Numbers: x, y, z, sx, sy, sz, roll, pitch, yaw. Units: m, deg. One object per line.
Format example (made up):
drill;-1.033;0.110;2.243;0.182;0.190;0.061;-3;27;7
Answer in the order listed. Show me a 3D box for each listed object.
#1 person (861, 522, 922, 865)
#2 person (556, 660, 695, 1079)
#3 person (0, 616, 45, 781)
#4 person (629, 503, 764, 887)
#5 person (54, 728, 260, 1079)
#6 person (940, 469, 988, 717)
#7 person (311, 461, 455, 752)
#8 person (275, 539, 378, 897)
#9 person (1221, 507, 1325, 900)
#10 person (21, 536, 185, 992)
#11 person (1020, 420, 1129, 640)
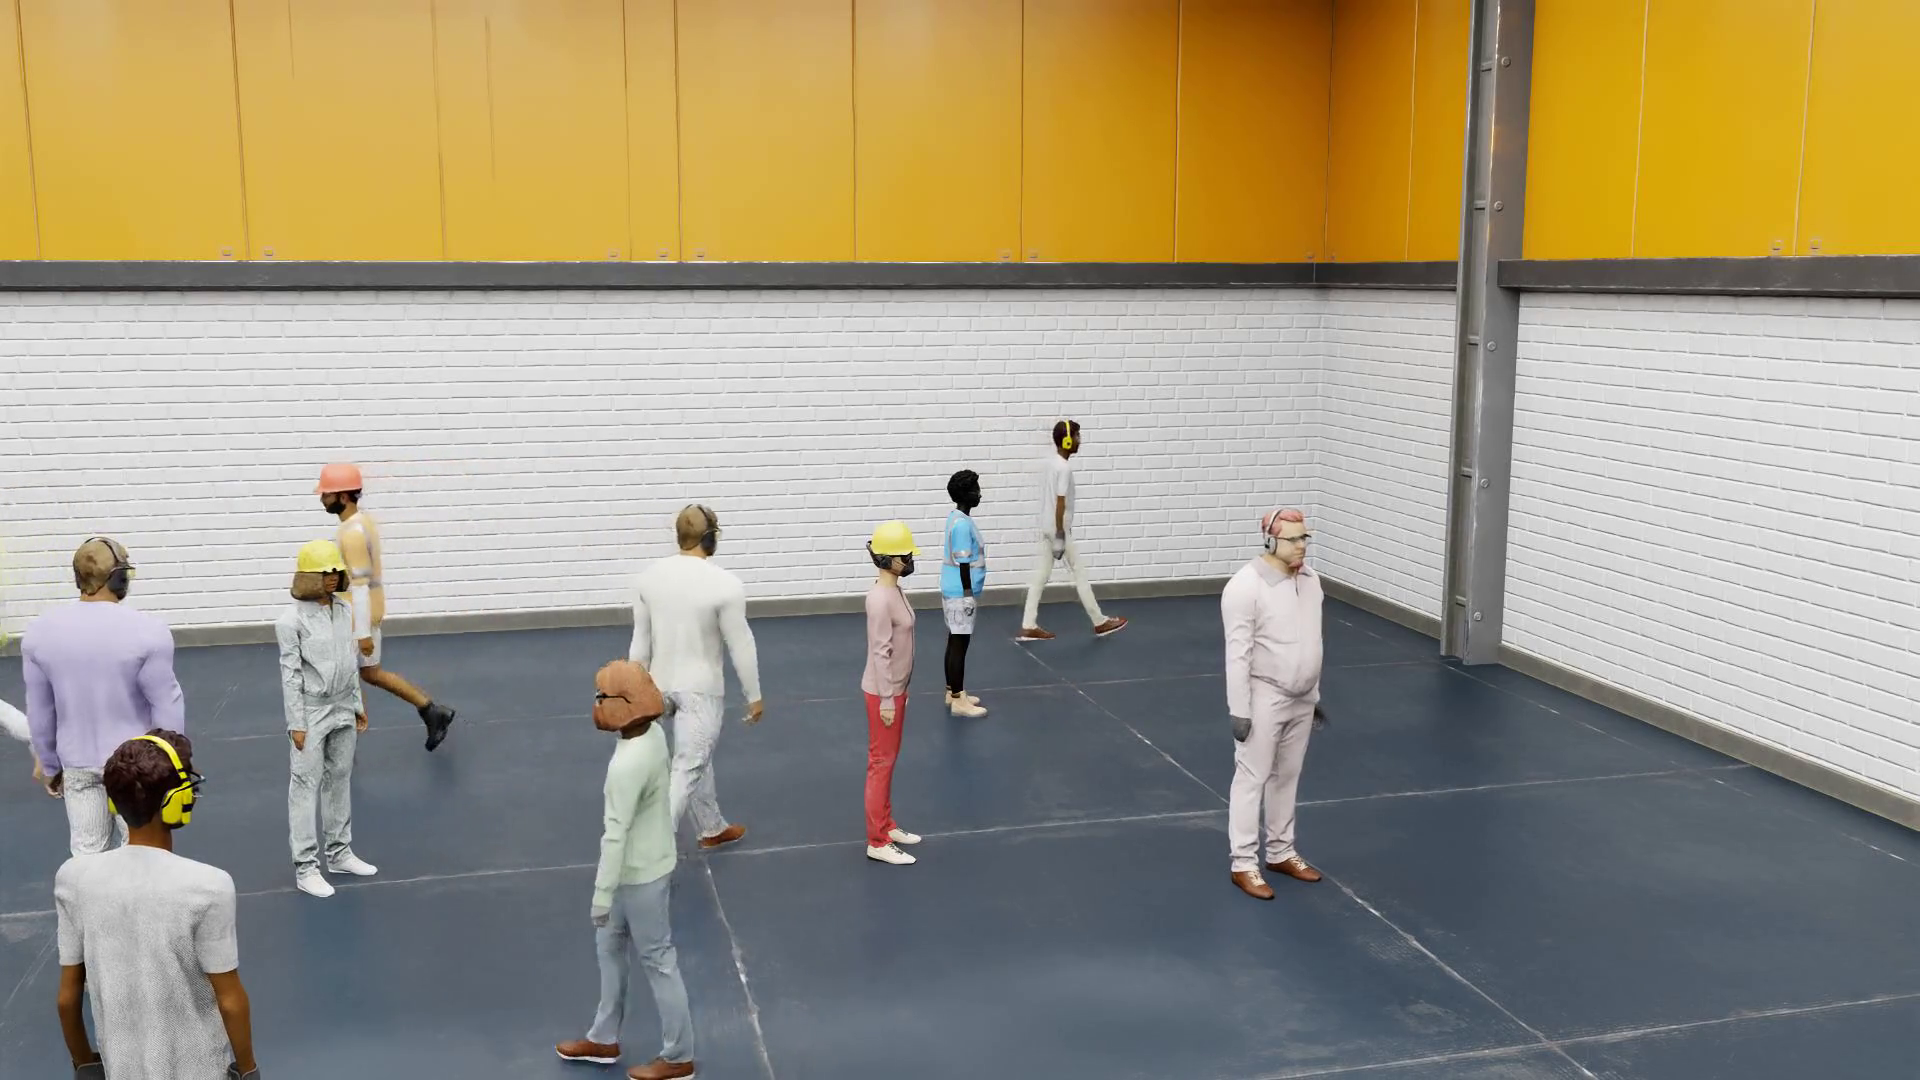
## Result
person;-0.348;0.779;8.615;0.312;1.768;0.530;1;9;5
person;-1.303;1.241;6.180;0.670;1.608;0.524;0;9;0
person;-5.654;0.608;9.548;0.688;1.824;0.625;-1;9;-8
person;-1.389;0.766;8.354;0.650;1.895;1.010;5;11;31
person;-2.067;1.412;4.354;0.539;1.866;0.313;1;9;8
person;0.024;0.359;11.448;0.319;1.697;0.532;-1;9;-6
person;-3.615;0.457;10.191;0.845;1.911;0.549;-2;9;-10
person;-3.114;0.874;8.195;0.297;1.712;0.484;4;10;21
person;1.567;0.783;8.157;0.644;1.906;0.405;-8;12;-40
person;-3.578;0.949;7.021;0.635;1.936;0.352;0;9;1
person;0.921;-0.074;13.745;0.946;1.822;0.555;-2;9;-15
